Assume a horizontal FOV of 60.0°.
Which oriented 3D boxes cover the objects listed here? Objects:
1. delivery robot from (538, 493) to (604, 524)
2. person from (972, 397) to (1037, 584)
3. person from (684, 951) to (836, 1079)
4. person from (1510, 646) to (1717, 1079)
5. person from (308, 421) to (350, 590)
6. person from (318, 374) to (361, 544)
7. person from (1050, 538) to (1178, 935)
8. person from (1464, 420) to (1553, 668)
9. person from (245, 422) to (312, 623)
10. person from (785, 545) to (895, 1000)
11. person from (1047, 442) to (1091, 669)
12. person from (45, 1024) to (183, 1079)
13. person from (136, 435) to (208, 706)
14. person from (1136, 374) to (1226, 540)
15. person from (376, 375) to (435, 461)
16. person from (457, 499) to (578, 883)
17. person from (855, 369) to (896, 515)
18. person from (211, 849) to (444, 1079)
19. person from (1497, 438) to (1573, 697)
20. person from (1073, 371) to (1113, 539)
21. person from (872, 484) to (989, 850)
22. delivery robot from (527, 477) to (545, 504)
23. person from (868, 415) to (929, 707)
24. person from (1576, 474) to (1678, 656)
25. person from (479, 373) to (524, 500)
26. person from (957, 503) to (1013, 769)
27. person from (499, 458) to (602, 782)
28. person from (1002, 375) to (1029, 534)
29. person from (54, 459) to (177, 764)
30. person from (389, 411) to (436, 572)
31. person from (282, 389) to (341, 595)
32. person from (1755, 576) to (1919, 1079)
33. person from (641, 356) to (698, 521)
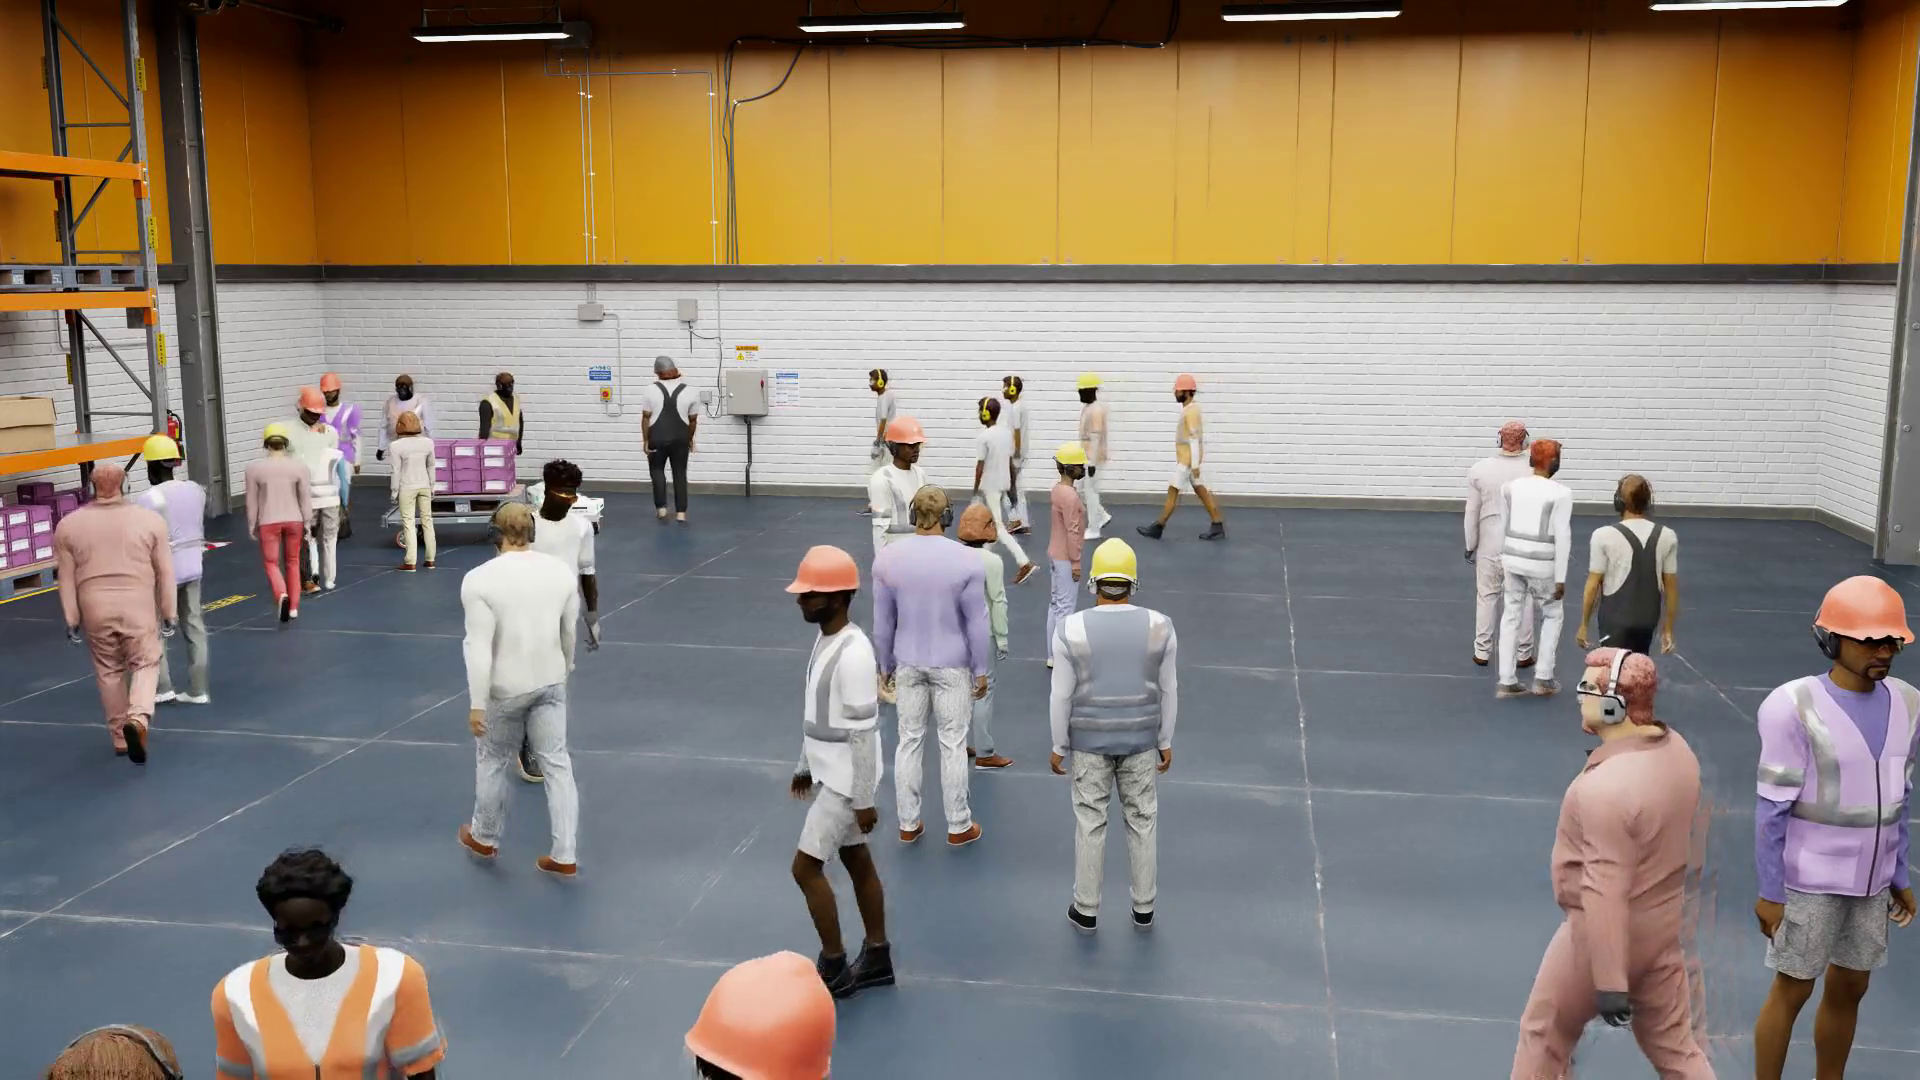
[{"bbox_3d":[-4.465,-0.361,19.115,0.707,0.478,0.477,0,9,-2],"label":"delivery robot"},{"bbox_3d":[0.385,-0.489,16.293,0.930,1.831,0.519,7,11,36],"label":"person"},{"bbox_3d":[-0.385,1.651,2.761,0.567,1.899,0.758,-2,9,-13],"label":"person"},{"bbox_3d":[2.145,1.259,5.334,0.641,1.861,0.992,-8,12,-41],"label":"person"},{"bbox_3d":[-6.092,-0.323,15.849,0.537,1.623,0.360,-3,10,-19],"label":"person"},{"bbox_3d":[-7.039,-0.902,18.623,0.550,1.886,0.977,0,9,1],"label":"person"},{"bbox_3d":[0.697,0.901,7.624,0.586,1.833,0.403,-1,9,-6],"label":"person"},{"bbox_3d":[4.209,0.033,12.776,0.651,1.906,0.409,3,10,19],"label":"person"},{"bbox_3d":[-5.847,-0.138,14.337,0.533,1.741,0.670,-6,11,-32],"label":"person"},{"bbox_3d":[-0.550,0.971,6.892,0.647,1.918,0.544,-2,9,-11],"label":"person"},{"bbox_3d":[0.823,0.142,12.540,0.314,1.768,0.527,-2,9,-10],"label":"person"},{"bbox_3d":[-1.301,1.708,2.709,0.696,1.808,0.492,1,9,8],"label":"person"},{"bbox_3d":[-5.551,0.220,11.614,0.522,1.915,0.602,4,10,23],"label":"person"},{"bbox_3d":[2.554,-0.922,18.781,1.015,1.886,0.564,2,9,11],"label":"person"},{"bbox_3d":[-6.722,-1.091,20.102,0.627,1.789,0.966,2,9,13],"label":"person"},{"bbox_3d":[-2.255,0.743,8.410,0.675,1.894,0.938,-8,12,-42],"label":"person"},{"bbox_3d":[-1.008,-1.185,20.530,0.775,1.837,0.553,-1,9,-8],"label":"person"},{"bbox_3d":[-1.593,1.539,4.263,0.544,1.650,0.881,-2,9,-15],"label":"person"},{"bbox_3d":[4.111,0.203,11.871,0.624,1.861,0.612,-8,12,-41],"label":"person"},{"bbox_3d":[1.465,-0.951,18.834,0.410,1.915,0.597,-1,9,-5],"label":"person"},{"bbox_3d":[-0.147,0.670,8.743,0.627,1.935,0.371,3,10,16],"label":"person"},{"bbox_3d":[-5.019,-0.521,20.109,0.477,0.478,0.707,-4,10,-22],"label":"delivery robot"},{"bbox_3d":[-0.383,0.139,11.696,0.378,2.041,0.616,5,10,29],"label":"person"},{"bbox_3d":[4.010,0.514,10.034,0.506,1.828,0.491,-1,9,-6],"label":"person"},{"bbox_3d":[-5.756,-1.202,20.859,0.674,1.789,0.634,5,10,27],"label":"person"},{"bbox_3d":[0.107,0.583,10.204,0.272,1.635,0.507,-8,12,-41],"label":"person"},{"bbox_3d":[-2.441,0.478,9.911,0.507,1.936,0.661,9,13,43],"label":"person"},{"bbox_3d":[0.582,-0.970,19.165,0.507,1.850,0.558,1,9,7],"label":"person"},{"bbox_3d":[-5.188,0.449,10.254,0.659,1.888,0.721,-3,10,-16],"label":"person"},{"bbox_3d":[-5.557,-0.497,16.901,0.281,1.636,0.500,8,12,40],"label":"person"},{"bbox_3d":[-6.131,-0.444,15.659,0.673,1.935,0.904,-7,12,-39],"label":"person"},{"bbox_3d":[2.959,1.124,5.585,0.614,2.042,0.373,-3,10,-15],"label":"person"},{"bbox_3d":[-3.541,-1.245,20.294,0.709,2.000,0.579,-3,10,-17],"label":"person"}]
